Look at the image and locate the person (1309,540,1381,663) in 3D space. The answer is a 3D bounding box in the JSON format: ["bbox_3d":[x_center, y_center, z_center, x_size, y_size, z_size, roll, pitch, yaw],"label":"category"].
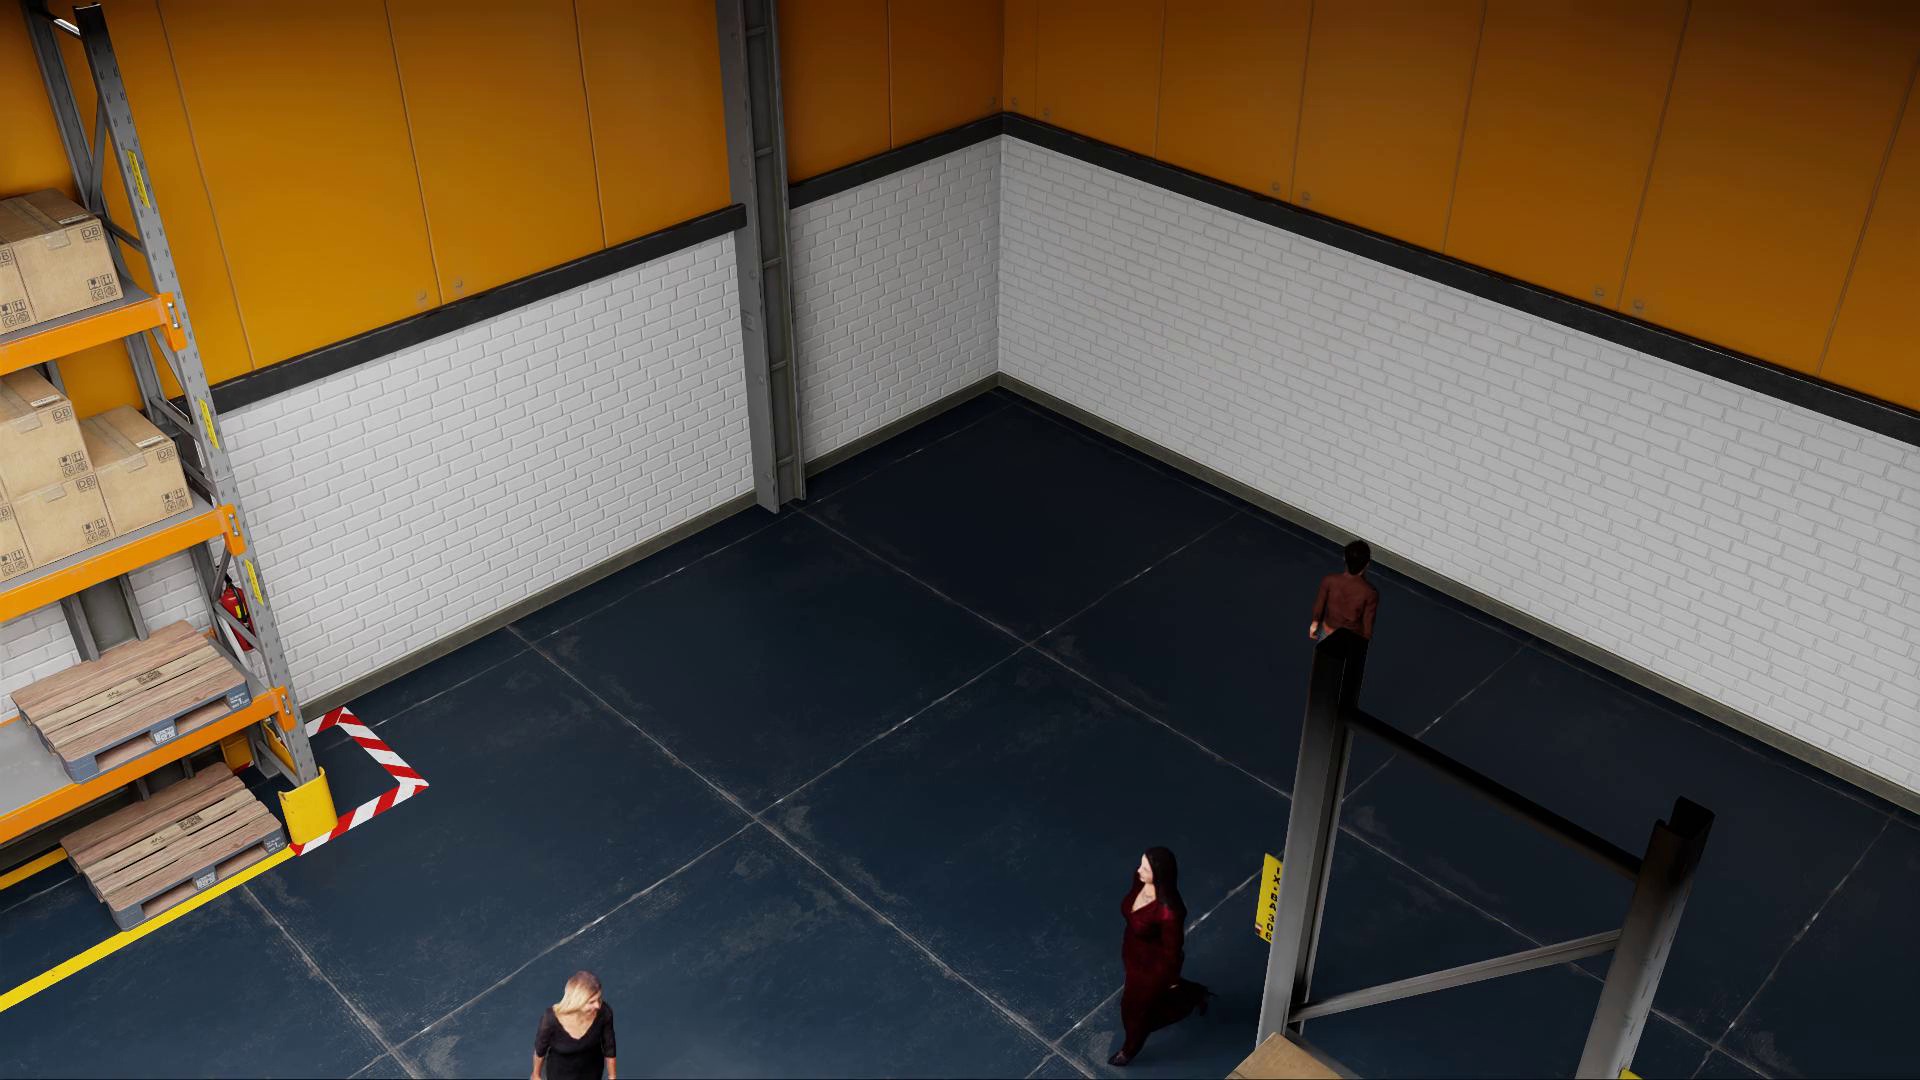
[{"bbox_3d":[2.876,0.822,12.670,0.910,1.749,1.198,14,36,20],"label":"person"}]

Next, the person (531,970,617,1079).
[{"bbox_3d":[-2.215,3.013,9.481,0.914,1.631,0.841,-11,35,-16],"label":"person"}]

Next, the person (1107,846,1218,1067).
[{"bbox_3d":[1.258,2.516,10.136,1.111,1.733,0.938,-10,35,-14],"label":"person"}]
